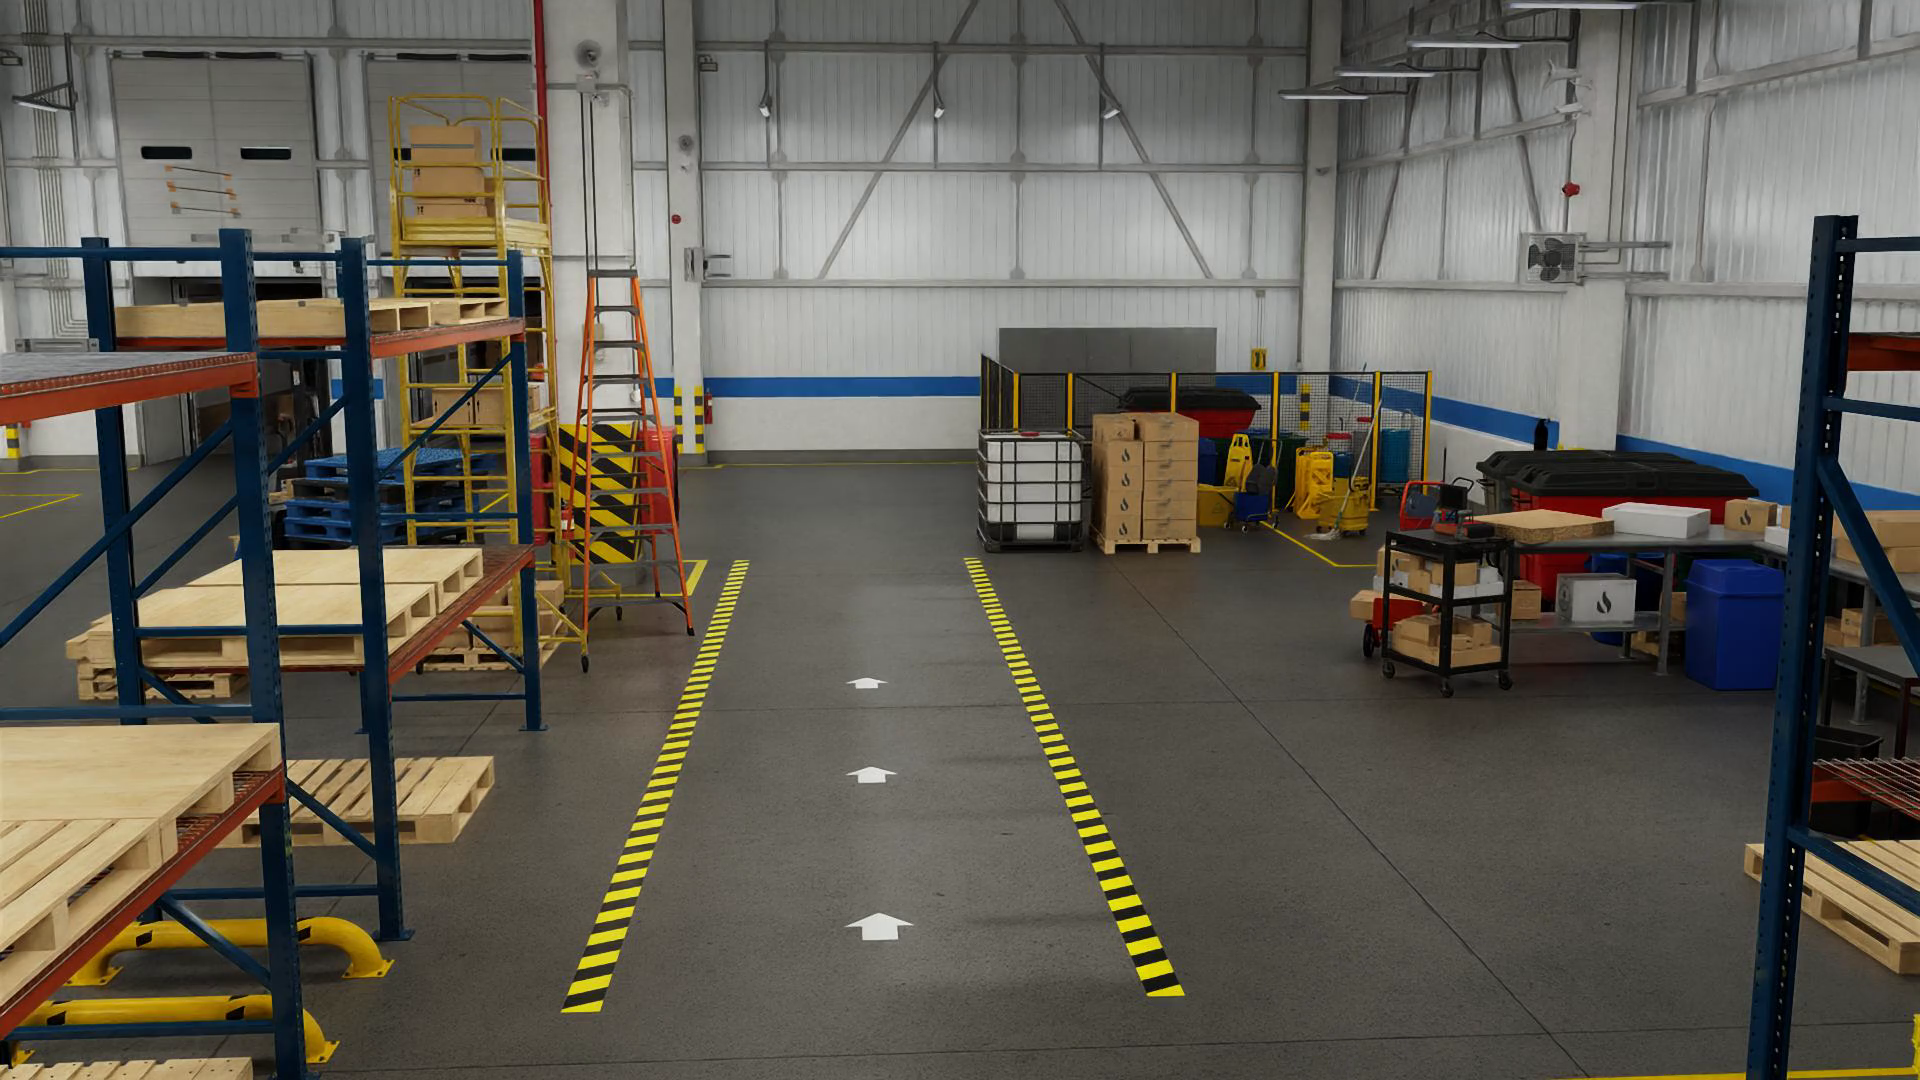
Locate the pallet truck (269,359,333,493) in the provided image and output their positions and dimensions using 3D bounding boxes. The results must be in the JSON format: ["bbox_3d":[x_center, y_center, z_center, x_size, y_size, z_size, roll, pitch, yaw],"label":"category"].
[{"bbox_3d":[-7.062,-1.131,18.996,1.885,1.965,0.823,2,9,13],"label":"pallet truck"}]

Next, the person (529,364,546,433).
[{"bbox_3d":[-4.652,-1.037,18.753,0.560,1.889,1.018,-9,12,-43],"label":"person"}]
